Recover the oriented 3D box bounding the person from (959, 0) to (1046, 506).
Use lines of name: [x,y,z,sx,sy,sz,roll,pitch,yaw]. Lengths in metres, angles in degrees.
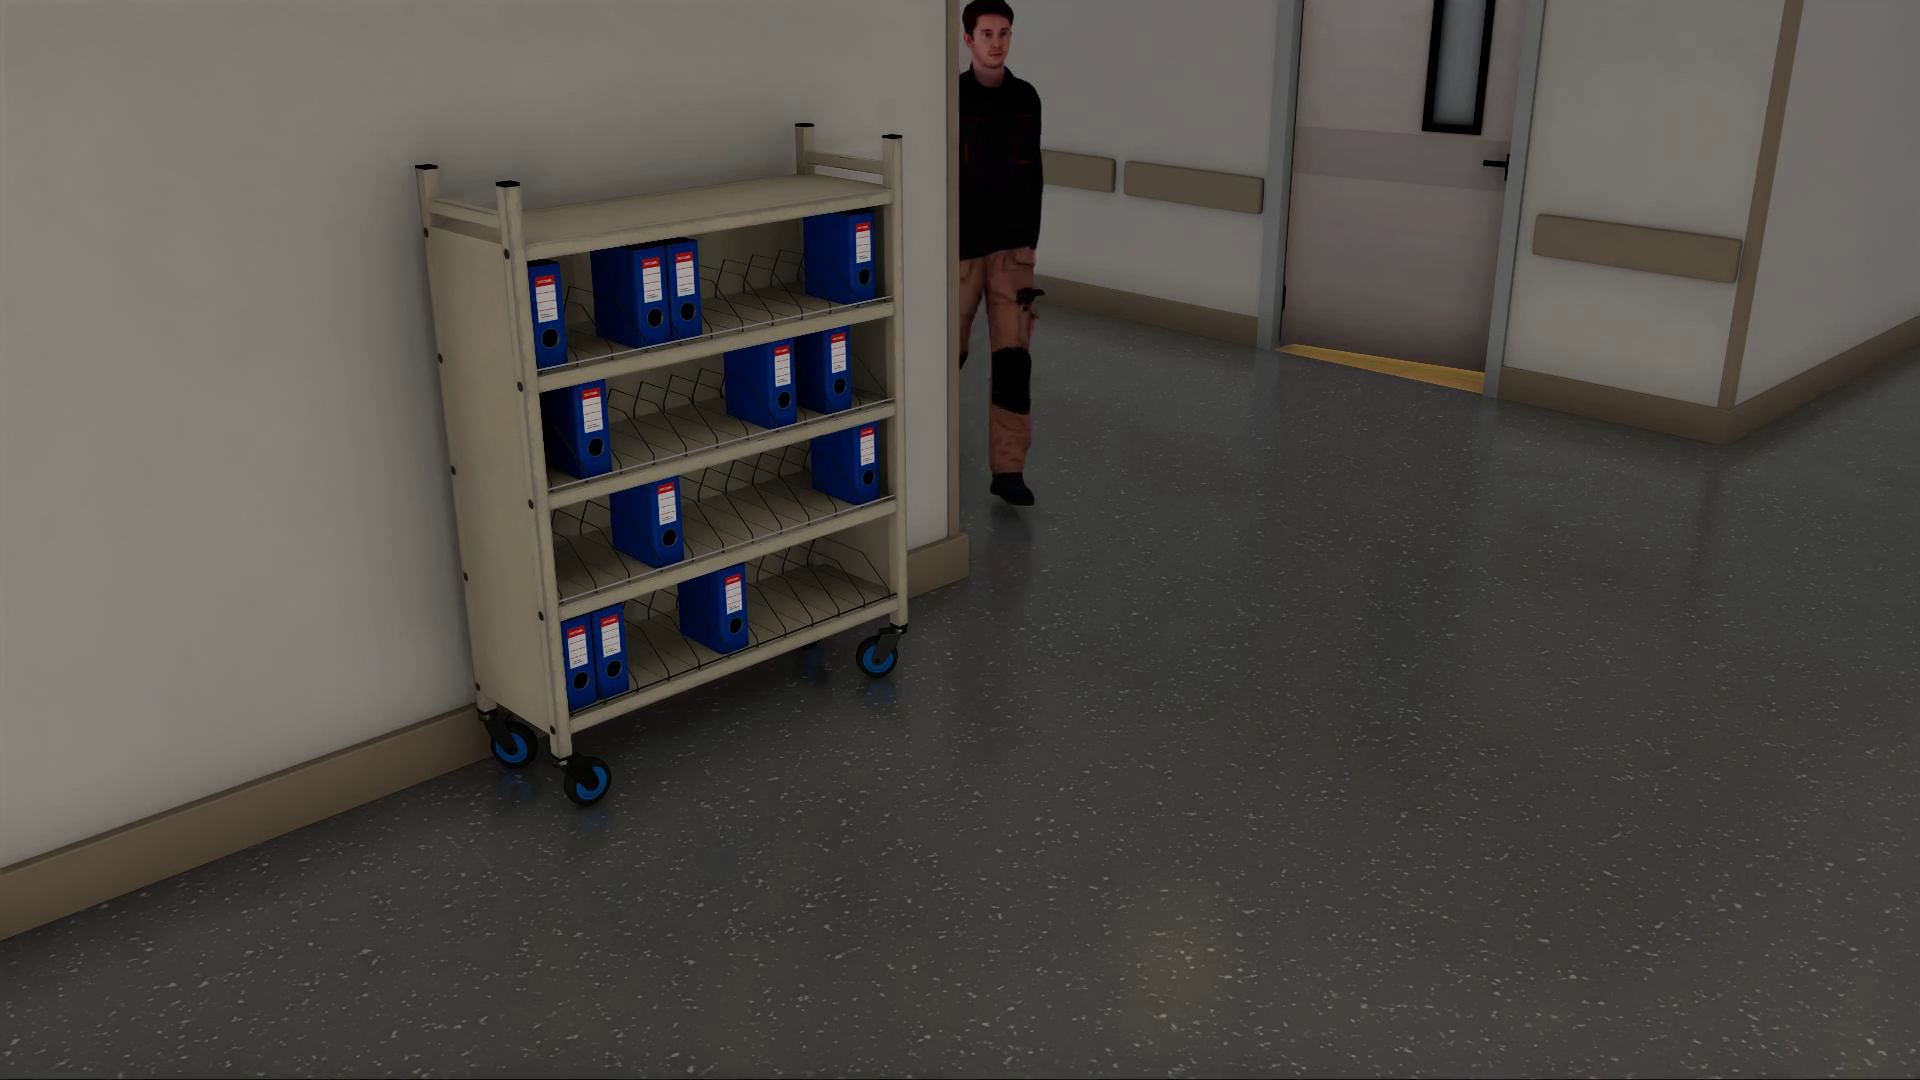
person: [0.052,-1.127,6.546,1.236,1.898,1.112,-7,22,-17]
